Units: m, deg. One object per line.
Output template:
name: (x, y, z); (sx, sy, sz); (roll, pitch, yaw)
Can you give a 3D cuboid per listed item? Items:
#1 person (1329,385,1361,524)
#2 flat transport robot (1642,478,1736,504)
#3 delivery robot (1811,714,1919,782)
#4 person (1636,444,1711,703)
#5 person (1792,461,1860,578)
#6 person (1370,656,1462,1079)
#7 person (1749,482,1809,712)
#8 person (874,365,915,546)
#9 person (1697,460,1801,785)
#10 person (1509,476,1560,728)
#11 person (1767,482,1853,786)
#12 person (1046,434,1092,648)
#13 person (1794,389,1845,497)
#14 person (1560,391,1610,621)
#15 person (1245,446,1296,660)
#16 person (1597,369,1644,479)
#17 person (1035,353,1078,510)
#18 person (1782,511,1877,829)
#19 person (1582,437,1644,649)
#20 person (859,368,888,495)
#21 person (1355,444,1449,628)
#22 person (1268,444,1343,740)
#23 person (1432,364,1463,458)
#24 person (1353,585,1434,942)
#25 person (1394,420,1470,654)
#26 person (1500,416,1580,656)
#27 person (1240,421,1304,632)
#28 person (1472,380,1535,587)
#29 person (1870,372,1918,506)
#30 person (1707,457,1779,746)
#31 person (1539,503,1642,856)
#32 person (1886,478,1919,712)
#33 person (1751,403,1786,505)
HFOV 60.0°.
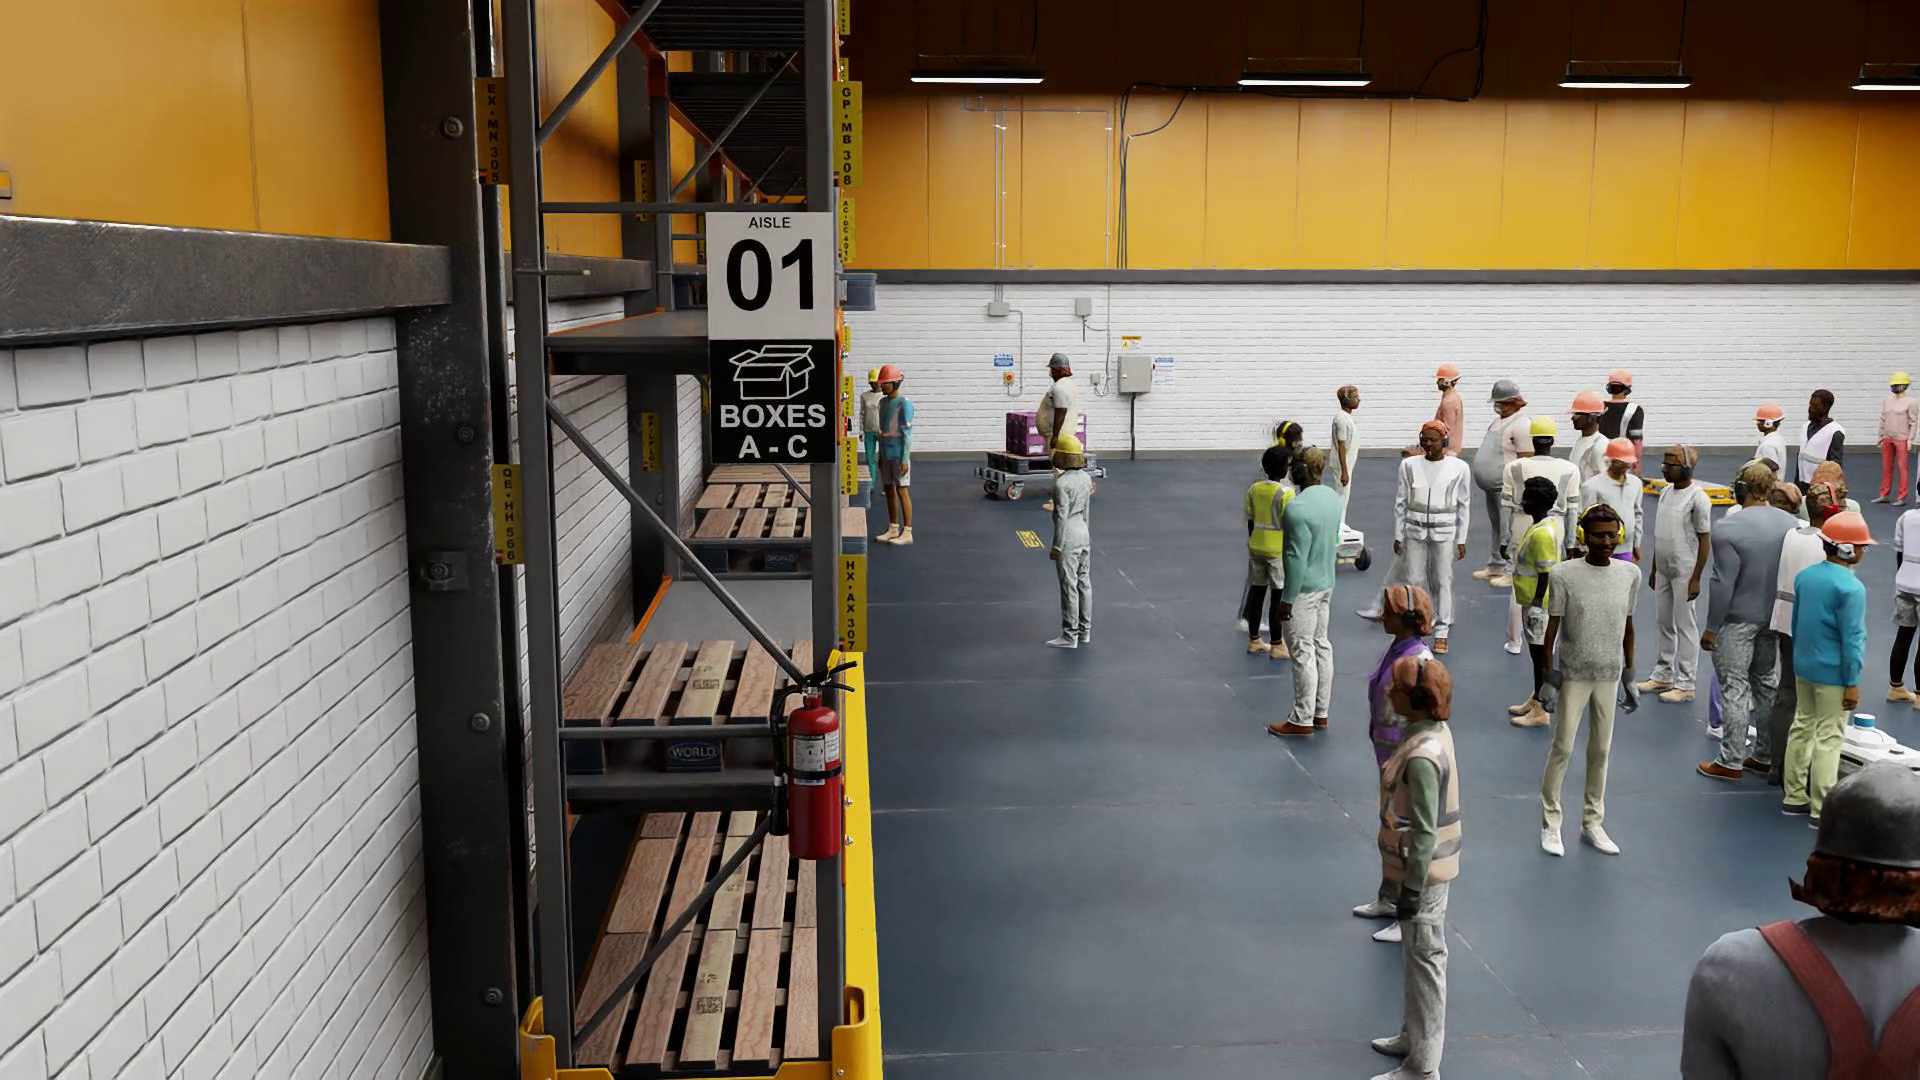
person: (4.212, -0.771, 18.169); (0.345, 1.846, 0.508); (3, 9, 16)
flat transport robot: (9.854, -0.663, 22.421); (0.652, 0.197, 1.431); (-1, 9, -9)
delivery robot: (5.084, 1.226, 9.378); (0.477, 0.478, 0.707); (-2, 9, -11)
person: (5.101, 0.236, 11.847); (0.326, 1.843, 0.515); (-2, 9, -12)
person: (6.555, 0.211, 12.665); (0.499, 1.634, 0.285); (7, 11, 38)
person: (1.706, 1.235, 6.209); (0.313, 1.642, 0.513); (3, 10, 18)
person: (5.574, 0.418, 11.358); (0.521, 1.637, 0.305); (7, 12, 38)
person: (-0.761, -0.952, 18.729); (0.406, 2.035, 0.608); (-6, 11, -34)
person: (4.710, 0.492, 9.948); (0.634, 1.937, 0.355); (-3, 10, -20)
person: (3.878, 0.414, 11.196); (0.317, 1.695, 0.540); (3, 9, 17)
person: (4.955, 0.577, 9.700); (0.390, 1.847, 0.563); (-2, 9, -11)
person: (0.888, 0.007, 13.600); (0.299, 1.745, 0.483); (6, 11, 33)
person: (8.457, -0.530, 16.418); (0.392, 1.922, 0.592); (-1, 9, -8)
person: (5.358, -0.255, 14.307); (0.379, 2.045, 0.605); (0, 9, 2)
person: (2.478, 0.100, 13.166); (0.316, 1.696, 0.541); (-6, 11, -31)
person: (7.084, -0.835, 18.029); (0.441, 2.030, 0.622); (-8, 12, -41)
person: (1.248, -1.410, 21.573); (0.538, 2.000, 0.688); (2, 9, 15)
person: (4.799, 0.709, 9.158); (0.341, 1.752, 0.563); (0, 9, -3)
person: (5.279, 0.035, 13.437); (0.573, 1.741, 0.355); (-3, 10, -18)
person: (-1.159, -1.490, 22.968); (0.524, 1.761, 0.340); (4, 10, 24)
person: (3.860, -0.025, 14.253); (0.819, 1.597, 0.511); (-2, 9, -14)
person: (2.272, 0.336, 10.925); (0.359, 1.938, 0.635); (7, 11, 36)
person: (5.738, -1.082, 19.655); (0.382, 1.995, 0.612); (3, 10, 20)
person: (2.023, 1.012, 7.615); (0.309, 1.641, 0.512); (0, 9, -1)
person: (3.784, -0.028, 13.380); (0.584, 1.882, 0.337); (5, 10, 26)
person: (4.608, -0.026, 13.267); (0.586, 1.920, 0.397); (3, 9, 16)
person: (2.724, -0.090, 13.951); (0.786, 1.820, 0.656); (4, 10, 24)
person: (5.301, -0.569, 16.290); (0.536, 2.000, 0.673); (-1, 9, -4)
person: (12.328, -1.329, 21.919); (0.311, 1.768, 0.533); (-3, 10, -20)
person: (5.119, 0.387, 10.820); (0.521, 1.872, 0.336); (-8, 12, -43)
person: (3.297, 0.726, 8.697); (0.530, 1.869, 0.311); (-1, 9, -4)
person: (6.731, 0.351, 11.591); (0.315, 1.696, 0.541); (-1, 9, -8)
person: (8.103, -0.499, 16.745); (0.342, 1.751, 0.564); (6, 11, 31)
